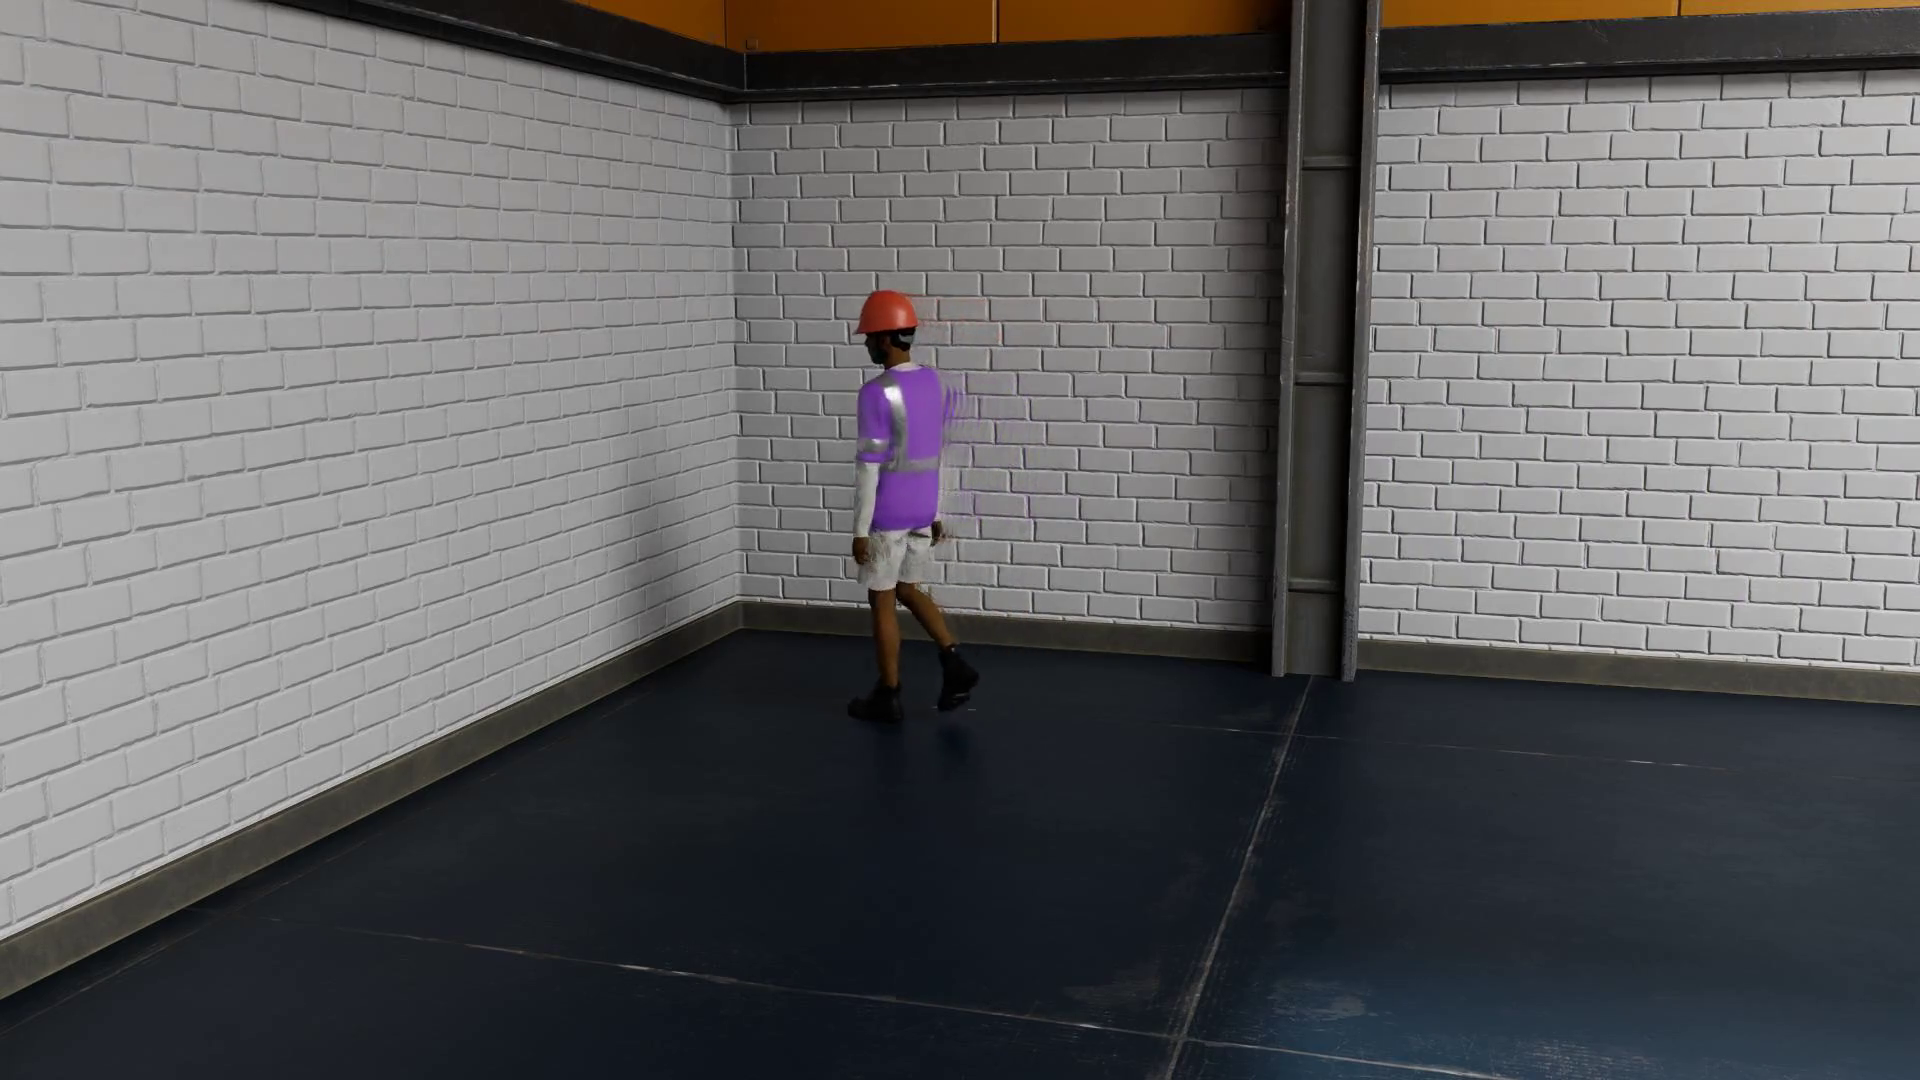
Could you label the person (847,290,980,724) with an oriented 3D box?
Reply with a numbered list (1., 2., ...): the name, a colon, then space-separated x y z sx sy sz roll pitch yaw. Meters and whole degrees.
1. person: -0.243 -0.122 7.258 0.556 1.925 0.572 7 12 36
